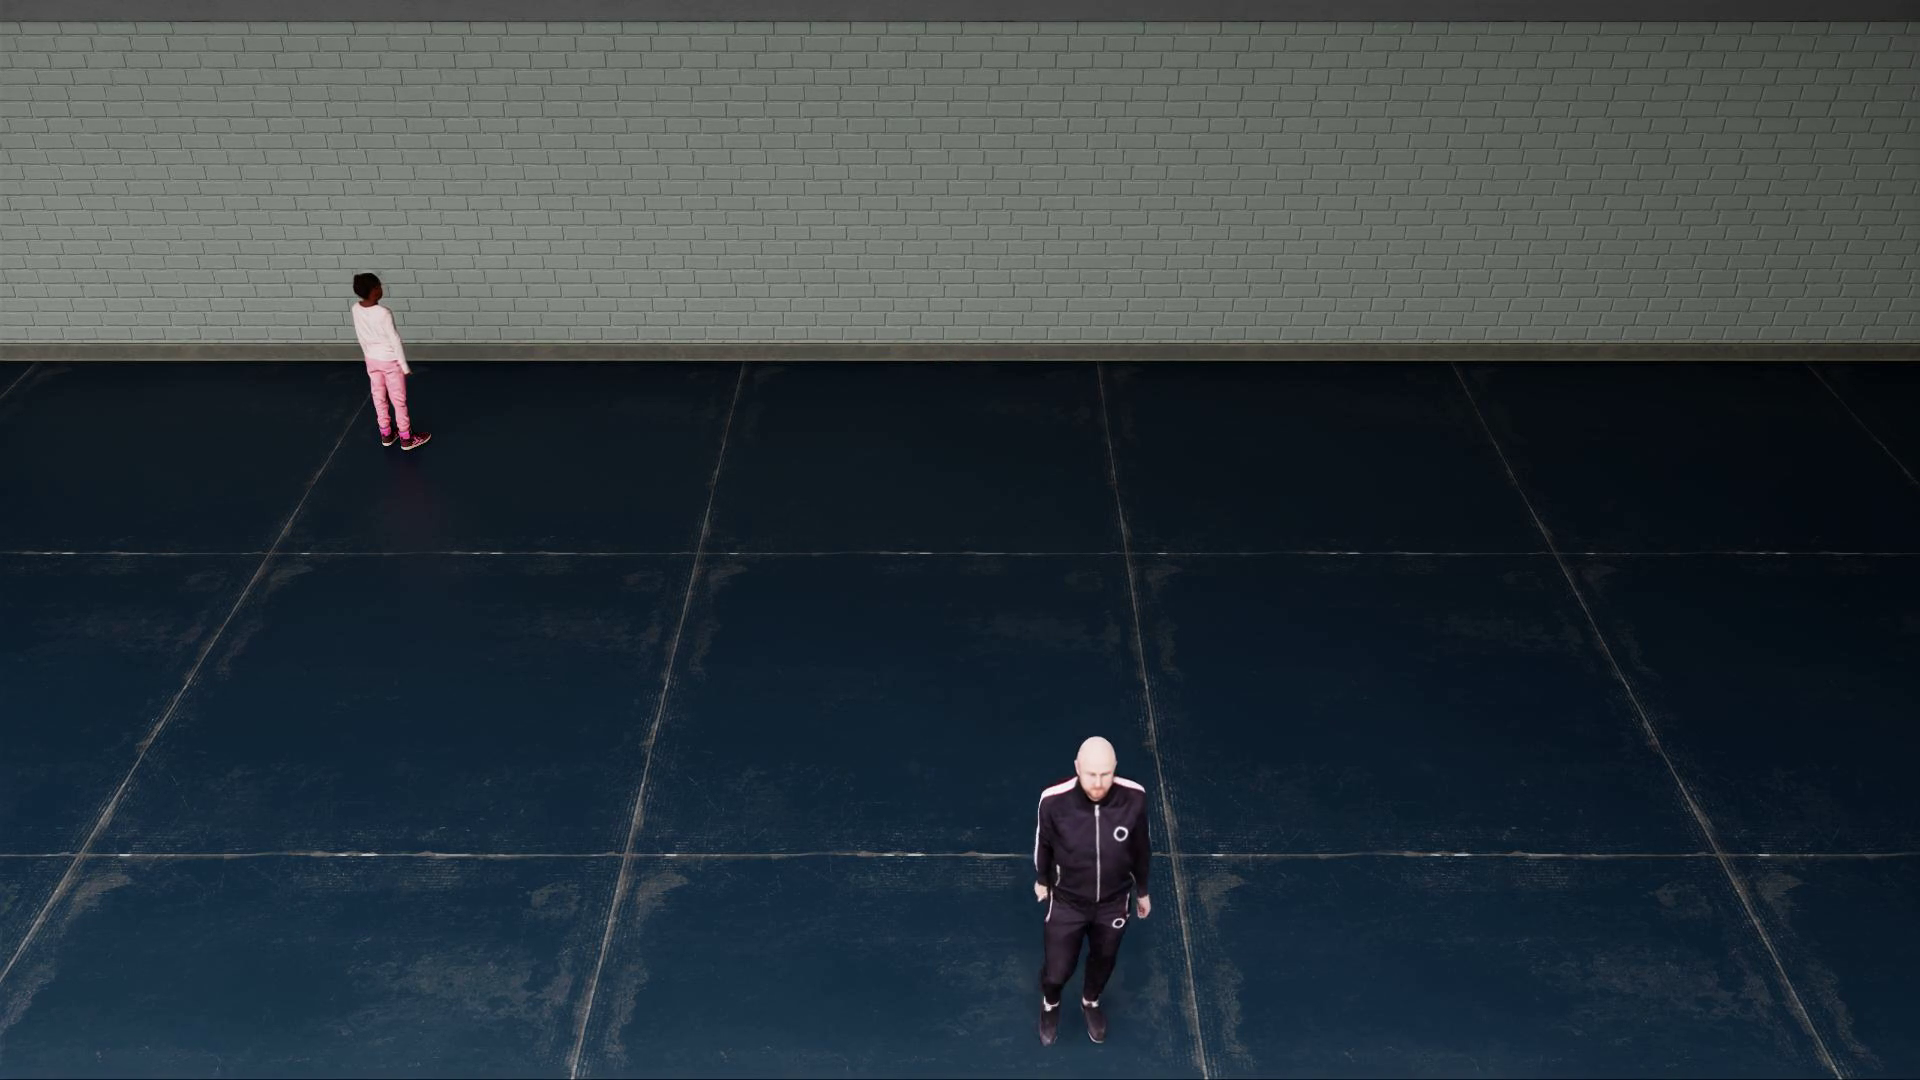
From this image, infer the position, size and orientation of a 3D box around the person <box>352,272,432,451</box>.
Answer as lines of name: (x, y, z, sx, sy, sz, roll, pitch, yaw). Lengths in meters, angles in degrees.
person: (-4.350, -1.367, 12.556, 0.618, 1.441, 0.622, 14, 36, 20)

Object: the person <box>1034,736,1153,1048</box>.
person: (0.588, 1.564, 7.700, 0.698, 1.822, 0.654, -4, 33, -6)
